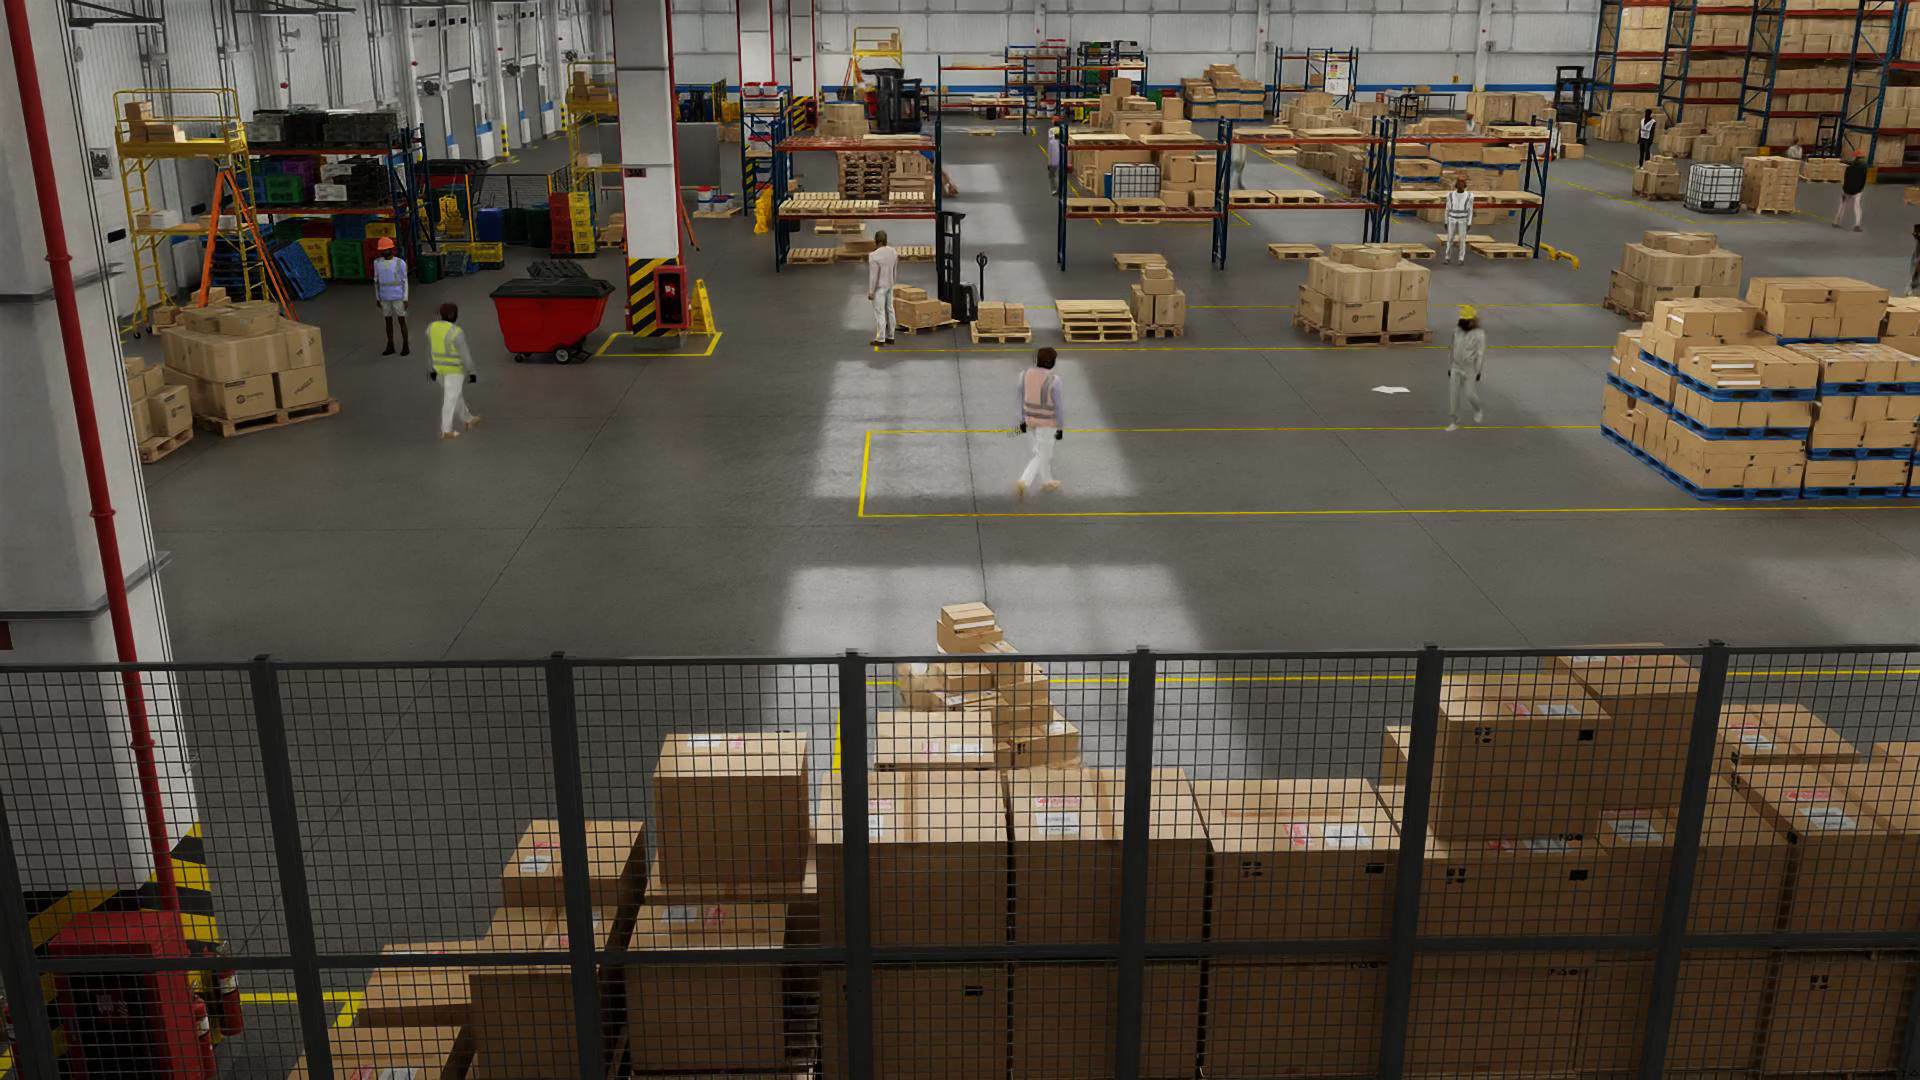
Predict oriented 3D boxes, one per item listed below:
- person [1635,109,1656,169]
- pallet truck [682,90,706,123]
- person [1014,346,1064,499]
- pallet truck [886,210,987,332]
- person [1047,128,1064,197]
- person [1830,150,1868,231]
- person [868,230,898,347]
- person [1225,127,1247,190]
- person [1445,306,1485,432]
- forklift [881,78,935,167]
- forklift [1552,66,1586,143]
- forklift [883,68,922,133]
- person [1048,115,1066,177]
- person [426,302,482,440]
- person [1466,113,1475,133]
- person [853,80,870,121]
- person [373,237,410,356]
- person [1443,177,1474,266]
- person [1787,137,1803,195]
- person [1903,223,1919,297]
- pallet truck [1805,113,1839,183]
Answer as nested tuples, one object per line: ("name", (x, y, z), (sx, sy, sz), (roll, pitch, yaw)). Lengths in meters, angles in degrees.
("person", (22.247, -12.992, 53.913), (0.396, 1.911, 0.588), (-8, 20, -23))
("pallet truck", (-9.671, -15.907, 62.421), (0.823, 1.965, 1.885), (5, 19, 15))
("person", (0.931, -1.384, 19.640), (0.837, 1.812, 0.643), (-16, 25, -40))
("pallet truck", (-0.493, -4.759, 29.349), (1.885, 1.965, 0.823), (-13, 23, -34))
("person", (2.726, -10.692, 47.078), (0.623, 1.907, 0.532), (-7, 20, -20))
("person", (21.881, -8.560, 40.718), (0.634, 1.946, 1.046), (-2, 19, -6))
("person", (-1.302, -4.199, 27.778), (0.372, 1.940, 0.632), (14, 23, 36))
("person", (7.905, -10.854, 47.596), (0.658, 1.885, 1.000), (10, 21, 28))
("person", (6.894, -2.345, 22.599), (0.491, 1.726, 0.569), (18, 25, 42))
("forklift", (-1.707, -13.628, 54.300), (1.129, 2.768, 1.873), (-11, 21, -29))
("forklift", (22.637, -16.279, 62.164), (1.129, 2.768, 1.873), (-1, 19, -3))
("forklift", (-2.381, -15.698, 60.440), (1.873, 2.768, 1.129), (-13, 23, -34))
("person", (2.996, -12.141, 51.398), (0.542, 1.913, 0.883), (0, 19, 0))
("person", (-6.728, -2.298, 22.335), (0.659, 1.802, 0.894), (12, 22, 32))
("person", (17.049, -13.457, 55.738), (0.513, 1.618, 0.636), (-4, 19, -13))
("person", (-4.278, -18.991, 71.729), (0.683, 1.896, 0.478), (-8, 20, -22))
("person", (-9.257, -3.964, 27.082), (0.552, 1.937, 0.356), (1, 19, 3))
("person", (10.691, -6.834, 35.700), (0.572, 1.876, 0.355), (8, 20, 24))
("person", (23.805, -10.667, 47.447), (0.531, 1.623, 0.365), (-7, 20, -19))
("person", (16.819, -4.604, 29.134), (0.645, 1.847, 0.521), (13, 22, 33))
("pallet truck", (26.403, -11.957, 50.702), (0.823, 1.965, 1.885), (6, 19, 16))
